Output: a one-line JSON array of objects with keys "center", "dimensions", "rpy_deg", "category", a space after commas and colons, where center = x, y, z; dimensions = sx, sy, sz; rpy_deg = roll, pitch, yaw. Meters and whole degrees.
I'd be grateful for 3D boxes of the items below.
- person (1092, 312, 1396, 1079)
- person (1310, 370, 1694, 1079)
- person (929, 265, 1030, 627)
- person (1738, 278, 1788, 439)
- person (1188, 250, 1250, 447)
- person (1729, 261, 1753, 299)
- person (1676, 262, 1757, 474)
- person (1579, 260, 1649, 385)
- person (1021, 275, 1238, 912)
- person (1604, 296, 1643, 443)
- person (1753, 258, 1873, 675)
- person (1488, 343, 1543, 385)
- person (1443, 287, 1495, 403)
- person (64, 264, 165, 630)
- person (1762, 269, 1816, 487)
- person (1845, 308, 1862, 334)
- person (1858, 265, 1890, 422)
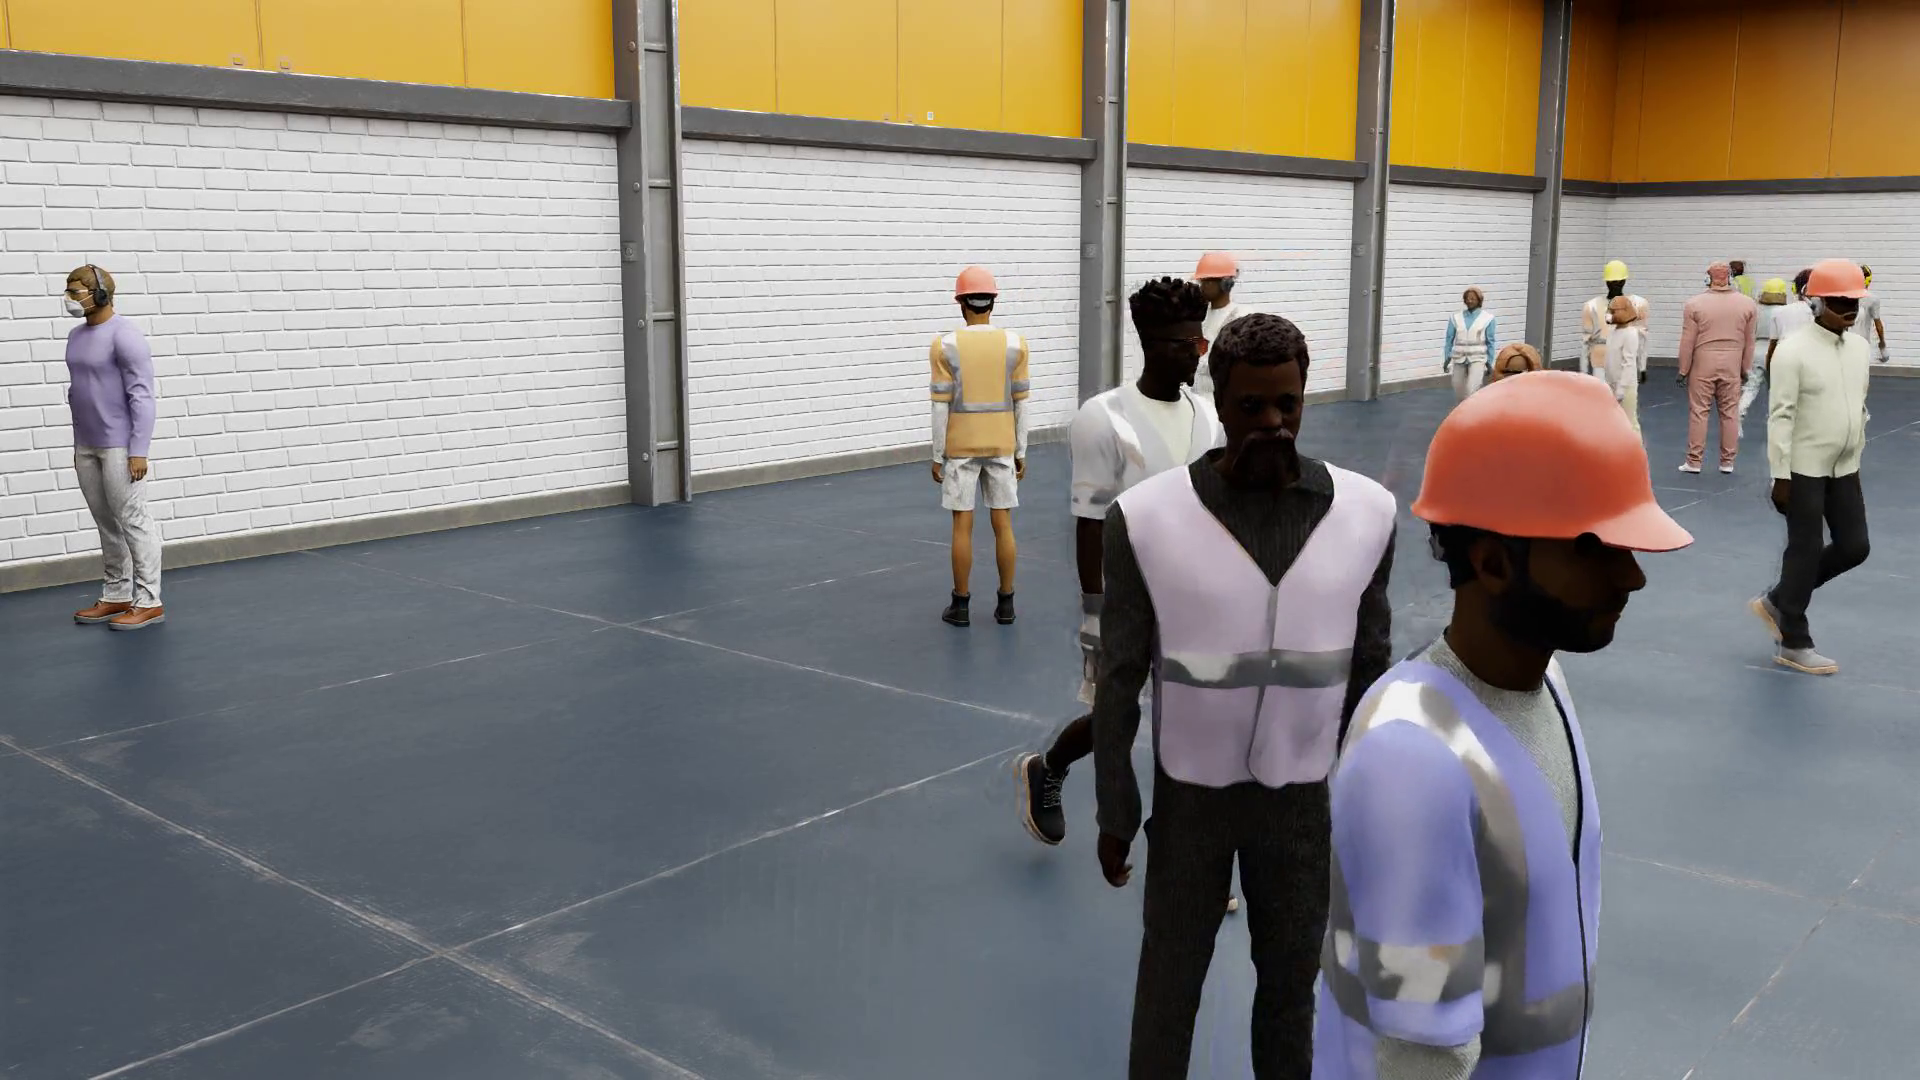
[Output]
[{"center": [0.560, 0.498, 3.359], "dimensions": [0.605, 1.905, 0.404], "rpy_deg": [-2, 10, -11], "category": "person"}, {"center": [0.653, 0.738, 2.035], "dimensions": [1.012, 1.879, 0.563], "rpy_deg": [8, 12, 37], "category": "person"}, {"center": [0.097, -0.496, 8.908], "dimensions": [0.543, 1.934, 0.362], "rpy_deg": [-2, 10, -11], "category": "person"}, {"center": [8.537, -1.924, 17.662], "dimensions": [0.796, 1.712, 0.494], "rpy_deg": [-7, 12, -35], "category": "person"}, {"center": [1.714, -0.899, 10.979], "dimensions": [0.882, 2.018, 0.622], "rpy_deg": [-4, 11, -20], "category": "person"}, {"center": [12.204, -3.532, 26.530], "dimensions": [0.654, 1.811, 0.847], "rpy_deg": [-8, 13, -37], "category": "person"}, {"center": [6.763, -1.536, 14.929], "dimensions": [0.639, 1.902, 0.407], "rpy_deg": [1, 10, 5], "category": "person"}, {"center": [6.095, -1.650, 15.536], "dimensions": [0.612, 1.910, 0.453], "rpy_deg": [3, 11, 19], "category": "person"}, {"center": [0.540, 0.146, 5.217], "dimensions": [0.604, 1.947, 0.789], "rpy_deg": [-7, 12, -33], "category": "person"}, {"center": [5.632, -1.313, 14.489], "dimensions": [0.801, 1.592, 0.523], "rpy_deg": [-1, 10, -5], "category": "person"}, {"center": [4.088, -0.352, 7.965], "dimensions": [0.639, 1.974, 0.480], "rpy_deg": [-4, 11, -24], "category": "person"}, {"center": [2.375, -0.038, 7.187], "dimensions": [0.498, 1.626, 0.288], "rpy_deg": [4, 11, 23], "category": "person"}, {"center": [5.537, -1.938, 18.042], "dimensions": [0.518, 1.616, 0.749], "rpy_deg": [7, 12, 33], "category": "person"}, {"center": [-4.531, -0.491, 8.867], "dimensions": [0.638, 1.938, 0.356], "rpy_deg": [7, 12, 33], "category": "person"}, {"center": [7.052, -1.352, 14.027], "dimensions": [0.568, 1.848, 0.385], "rpy_deg": [8, 13, 40], "category": "person"}, {"center": [8.023, -1.558, 15.289], "dimensions": [0.517, 1.825, 0.763], "rpy_deg": [0, 10, -2], "category": "person"}, {"center": [10.012, -2.127, 18.510], "dimensions": [0.964, 1.827, 0.538], "rpy_deg": [-6, 12, -31], "category": "person"}]
